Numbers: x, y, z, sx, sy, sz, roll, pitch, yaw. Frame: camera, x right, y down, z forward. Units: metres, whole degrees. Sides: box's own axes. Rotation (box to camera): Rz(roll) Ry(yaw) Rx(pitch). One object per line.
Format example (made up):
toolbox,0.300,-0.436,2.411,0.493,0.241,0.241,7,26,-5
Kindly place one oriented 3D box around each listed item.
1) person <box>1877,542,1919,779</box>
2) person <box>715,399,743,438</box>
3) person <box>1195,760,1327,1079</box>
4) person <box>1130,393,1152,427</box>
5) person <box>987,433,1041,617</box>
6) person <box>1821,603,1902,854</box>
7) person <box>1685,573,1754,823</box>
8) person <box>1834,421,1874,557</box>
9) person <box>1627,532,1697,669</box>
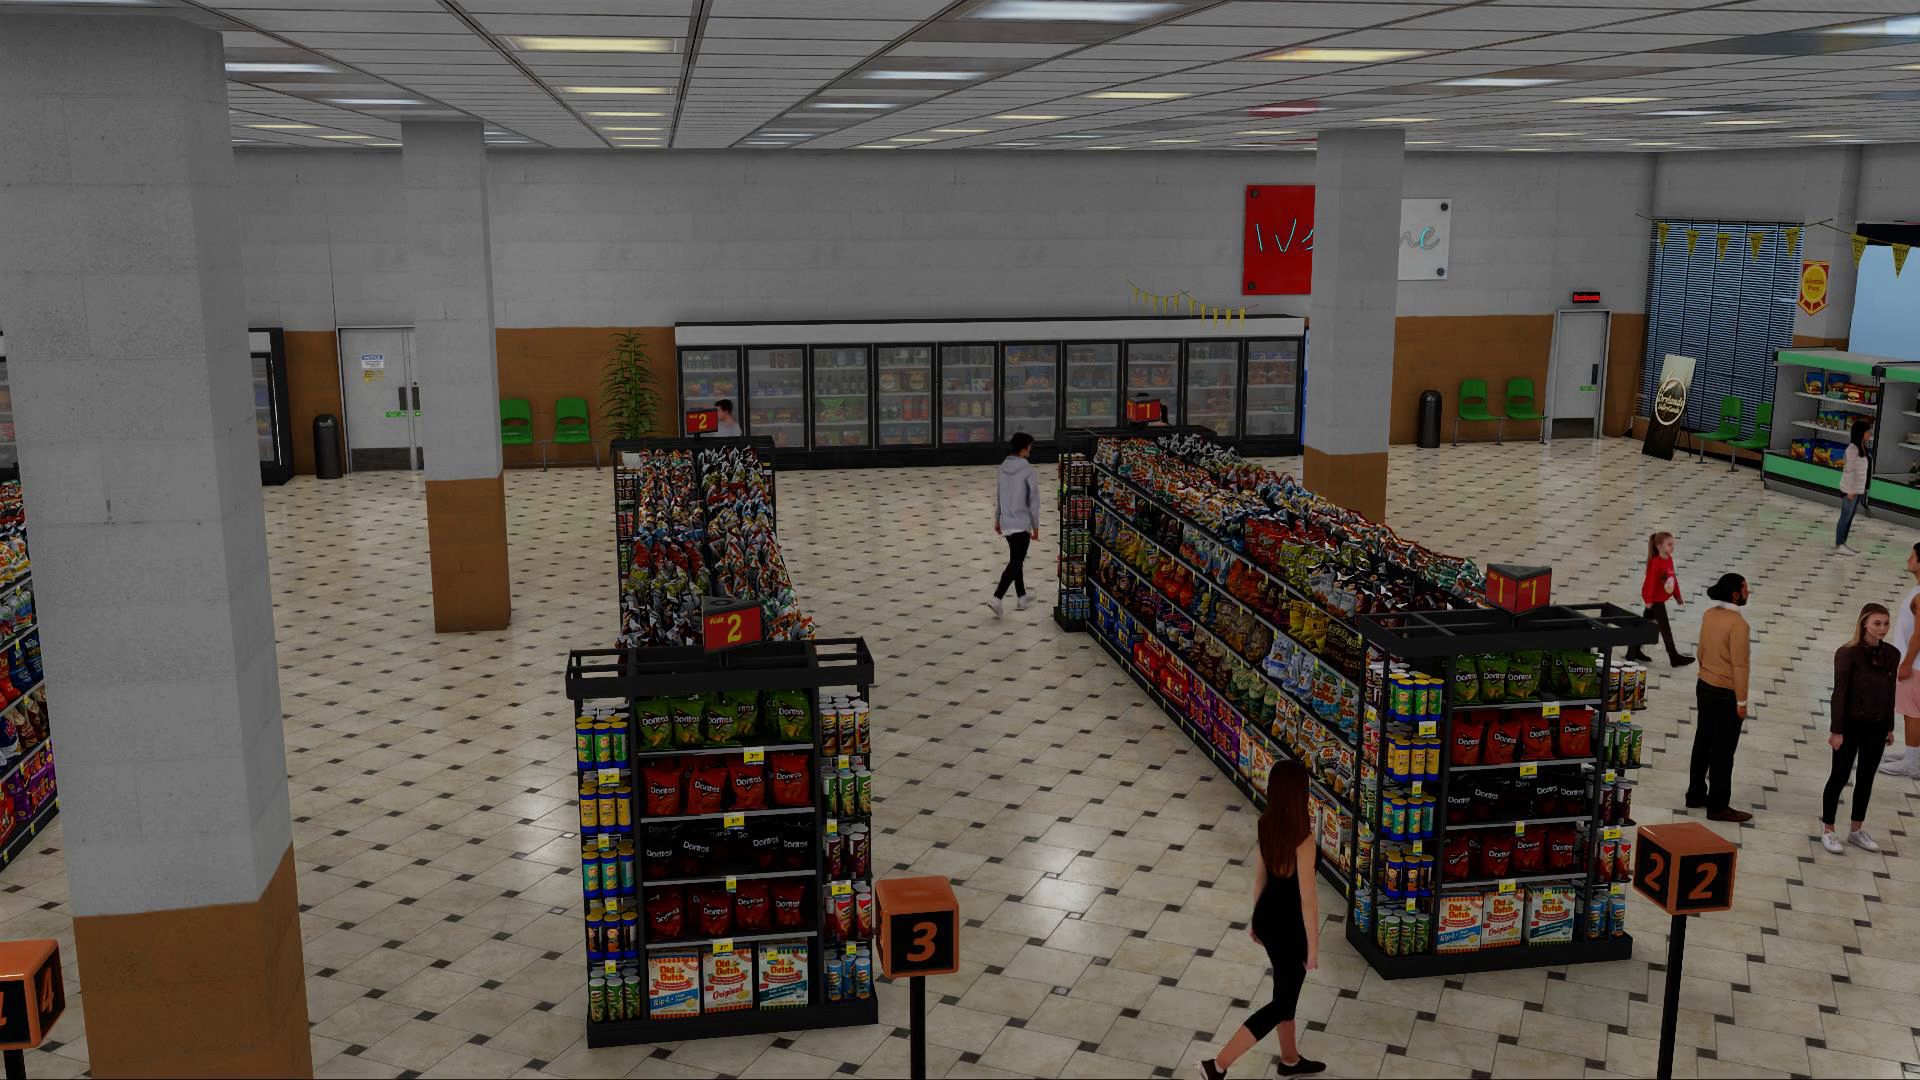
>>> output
person,7.241,0.899,12.553,0.775,1.789,0.732,10,16,40
person,-2.863,-0.838,20.663,0.772,1.846,0.650,-9,15,-38
person,1.469,1.906,7.983,0.810,1.702,1.053,-5,13,-23
person,2.412,-1.241,23.210,0.924,1.585,0.984,2,12,7
person,0.538,-0.134,17.205,1.233,1.894,1.253,9,15,35
person,6.022,1.245,11.117,0.610,1.704,0.494,-2,12,-7
person,5.369,1.088,11.737,0.725,1.754,0.544,-1,12,-5
person,10.869,-0.643,20.247,0.750,1.636,0.709,10,15,39
person,6.438,0.553,15.504,0.908,1.250,0.818,9,15,38
